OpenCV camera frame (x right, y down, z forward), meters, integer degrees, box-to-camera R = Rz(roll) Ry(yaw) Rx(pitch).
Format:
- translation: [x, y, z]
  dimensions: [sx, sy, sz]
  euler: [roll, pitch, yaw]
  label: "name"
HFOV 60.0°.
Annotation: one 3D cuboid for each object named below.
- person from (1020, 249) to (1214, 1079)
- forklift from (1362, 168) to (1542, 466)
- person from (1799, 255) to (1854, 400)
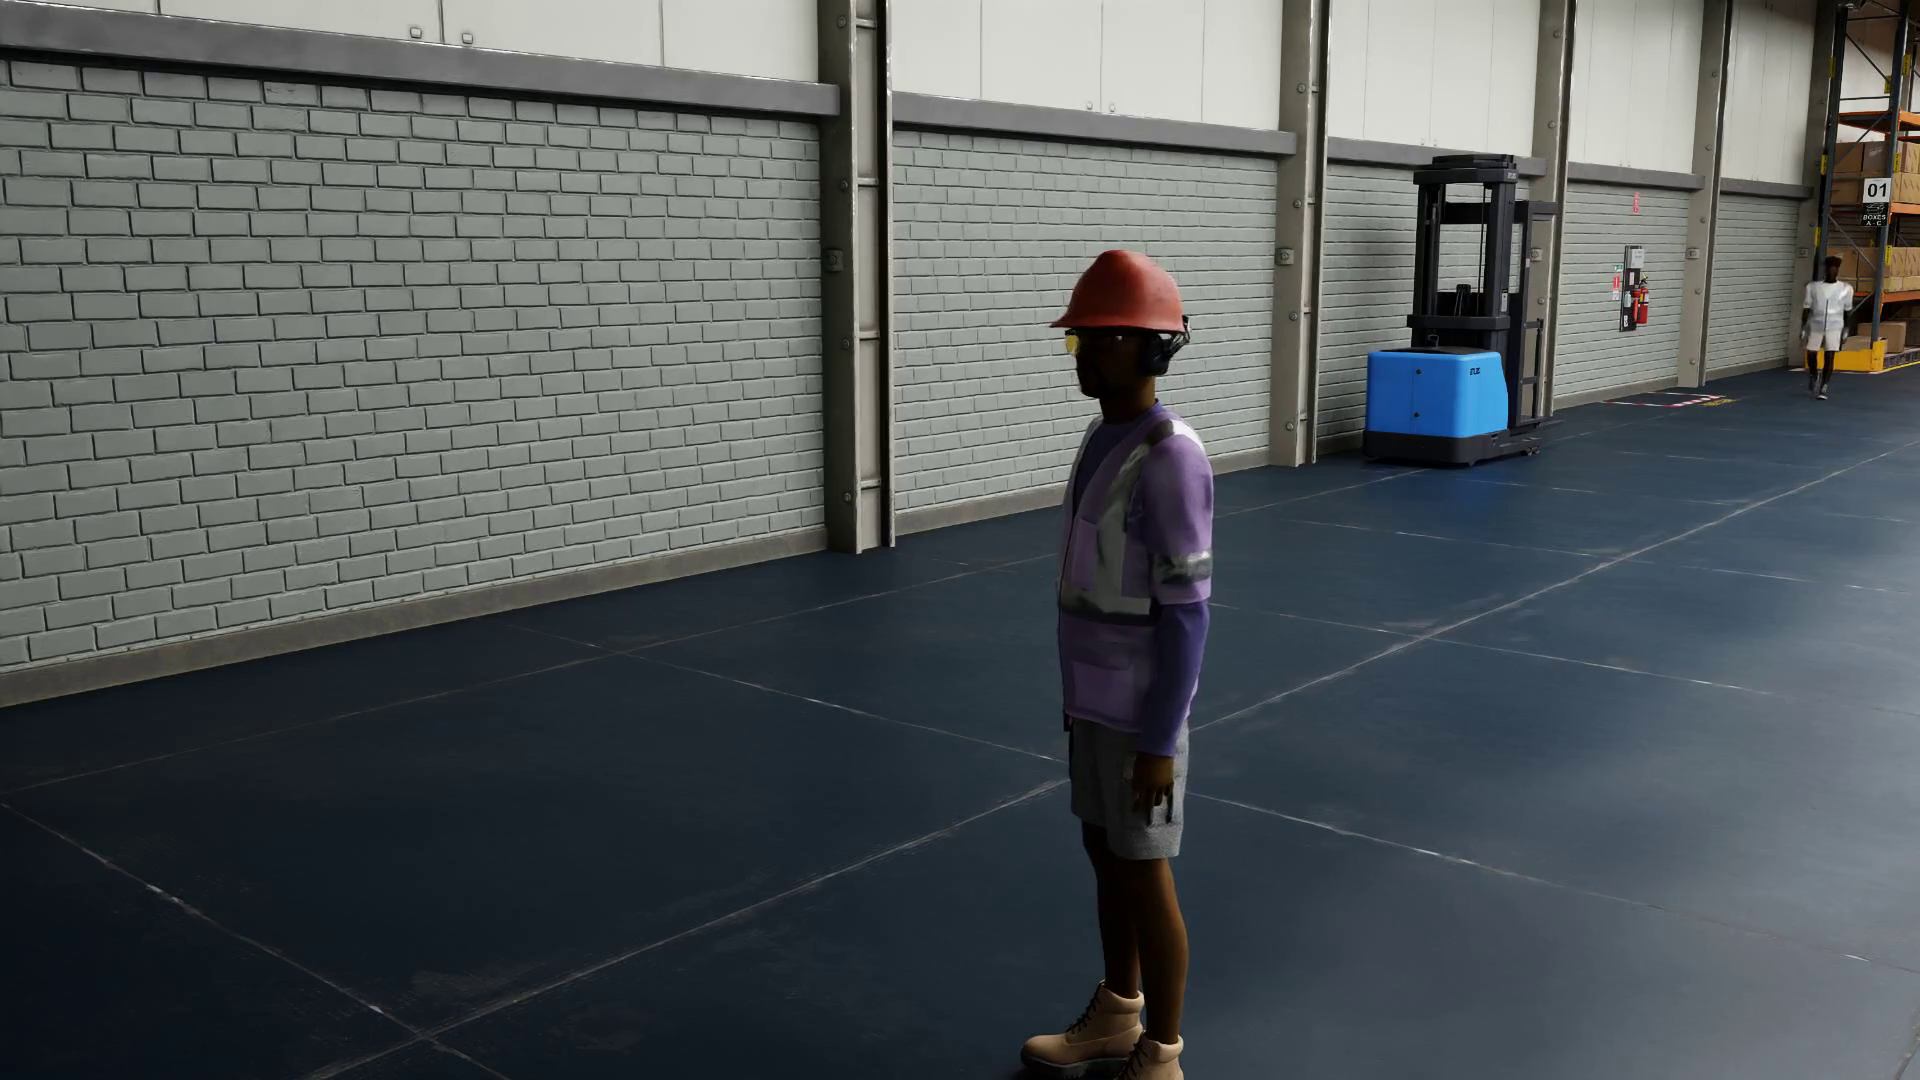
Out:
- translation: [0.366, 0.360, 3.887]
  dimensions: [0.356, 2.047, 0.615]
  euler: [-2, 10, -14]
  label: "person"
- translation: [4.875, -2.212, 16.287]
  dimensions: [1.129, 2.768, 1.873]
  euler: [8, 13, 40]
  label: "forklift"
- translation: [11.881, -2.921, 22.823]
  dimensions: [0.626, 1.954, 0.528]
  euler: [5, 11, 28]
  label: "person"
